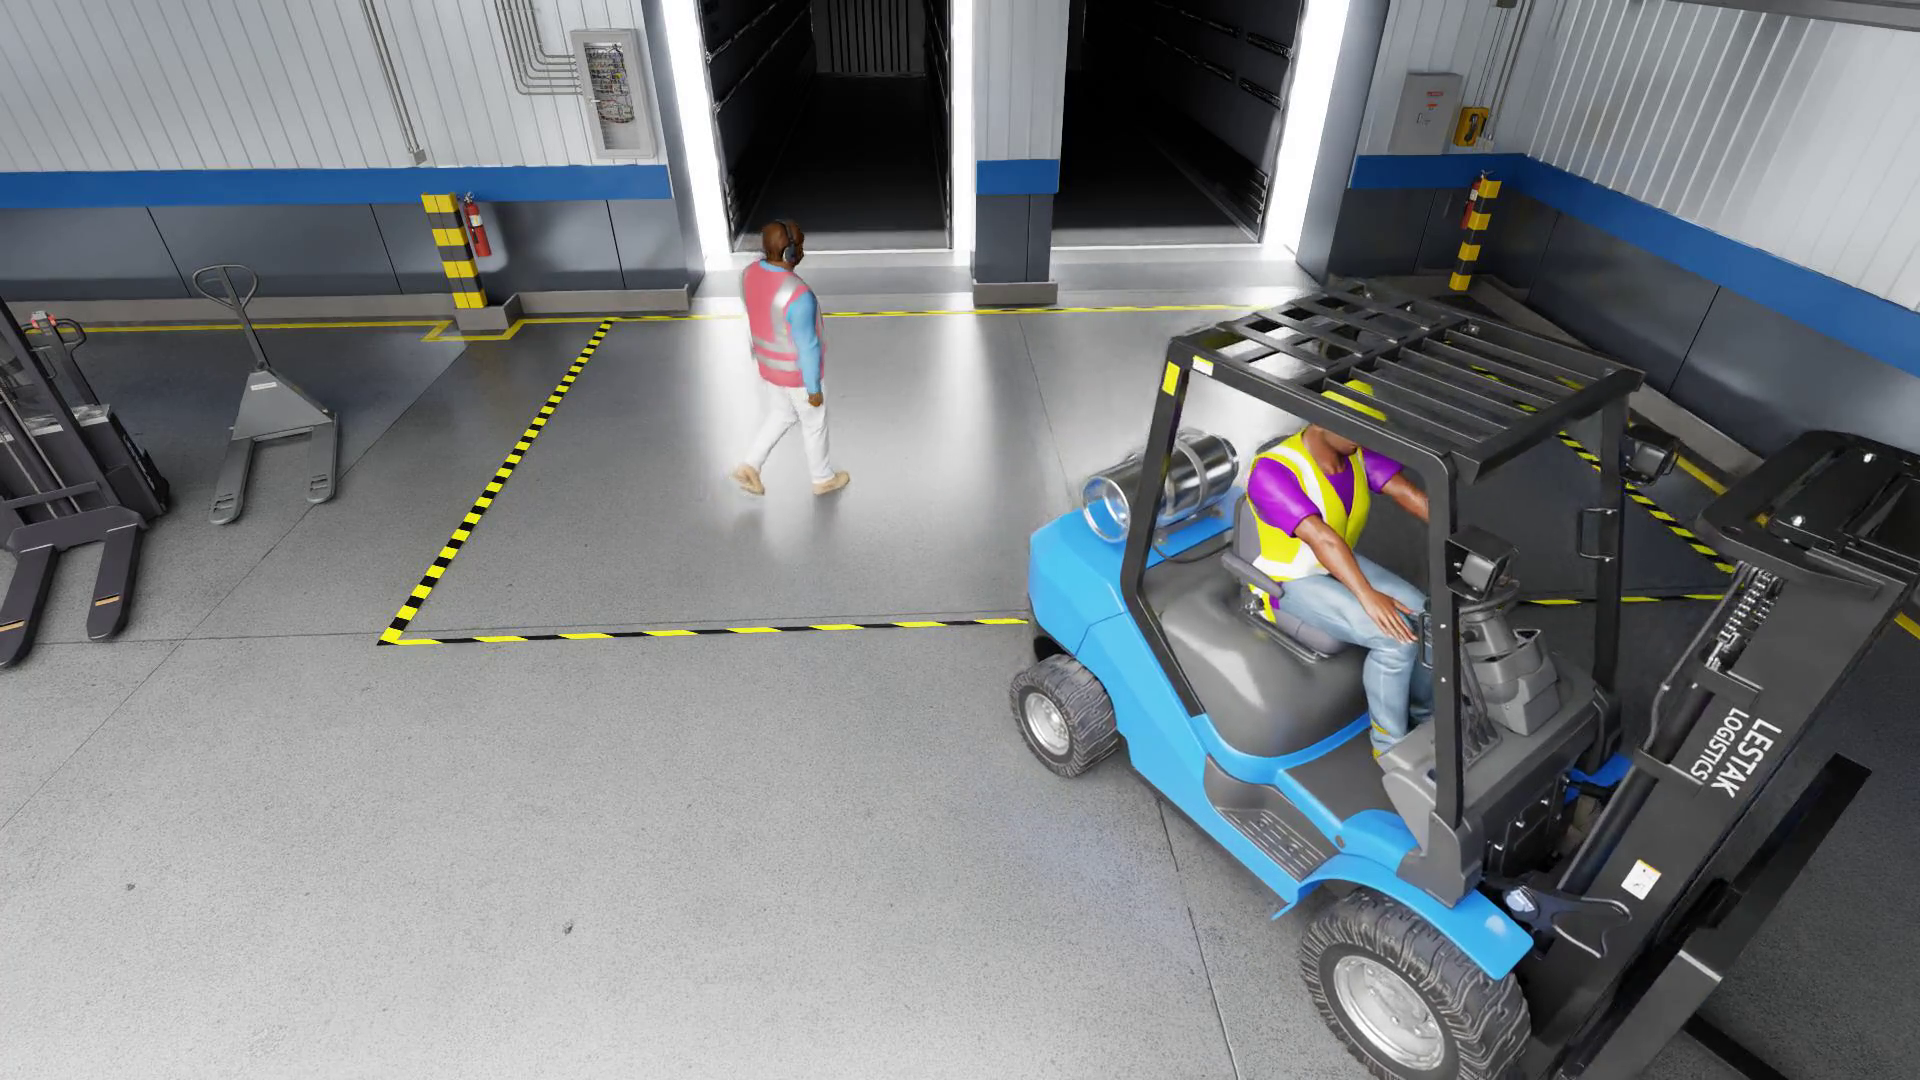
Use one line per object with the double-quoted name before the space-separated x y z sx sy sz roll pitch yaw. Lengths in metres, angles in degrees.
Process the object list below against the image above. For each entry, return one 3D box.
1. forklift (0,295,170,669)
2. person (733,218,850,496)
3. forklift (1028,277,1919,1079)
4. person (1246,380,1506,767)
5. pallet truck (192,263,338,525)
"forklift" -5.212 -0.618 4.878 0.823 1.965 1.885 -20 39 -26
"person" -1.086 -1.030 5.627 0.768 1.818 0.634 -28 44 -34
"forklift" 1.425 0.256 3.312 1.157 2.036 2.680 -22 41 -29
"person" 1.454 0.132 3.162 0.635 1.293 1.004 -22 41 -29
"pallet truck" -4.778 -1.027 6.128 0.680 1.201 1.601 -17 38 -23
